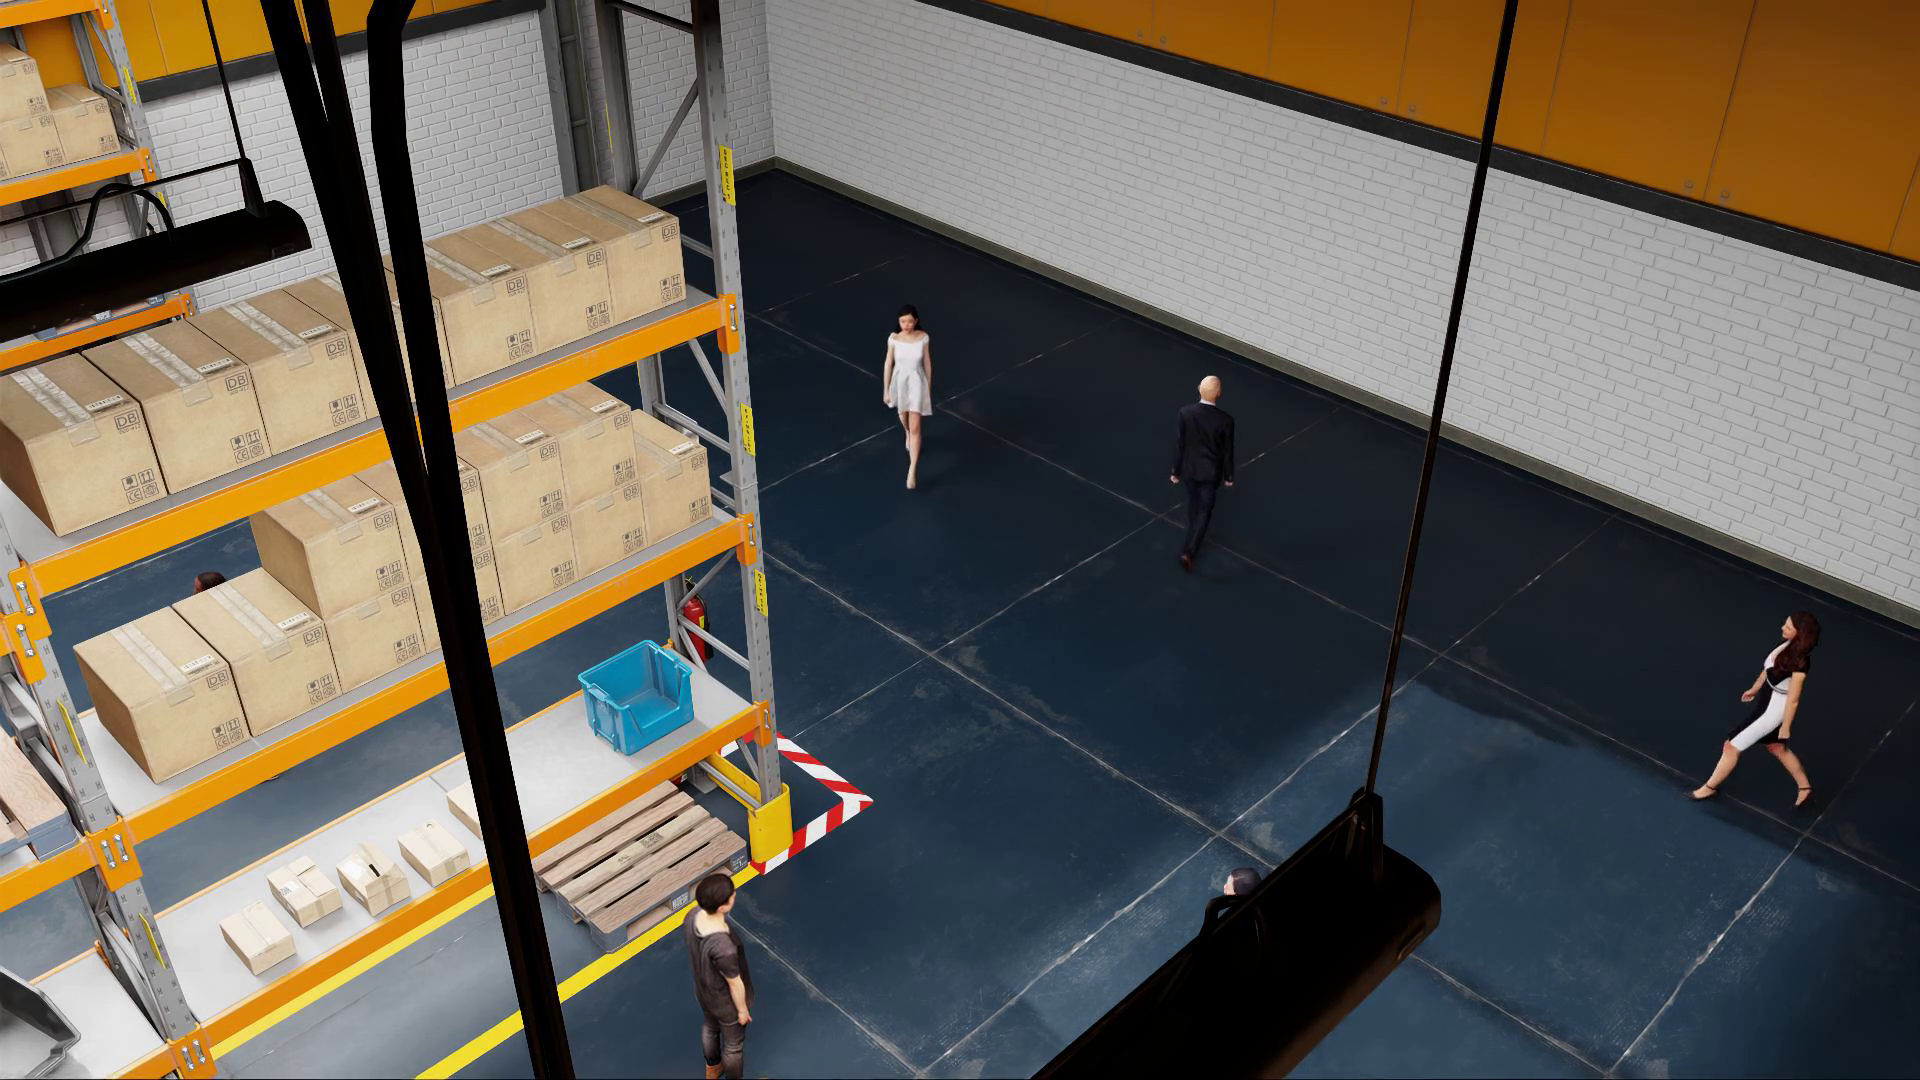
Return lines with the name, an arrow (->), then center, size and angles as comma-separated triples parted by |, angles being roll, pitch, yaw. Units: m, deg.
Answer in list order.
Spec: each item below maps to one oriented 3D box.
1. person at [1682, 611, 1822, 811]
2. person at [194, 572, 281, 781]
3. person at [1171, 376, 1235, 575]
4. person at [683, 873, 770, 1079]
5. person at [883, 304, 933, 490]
person -> 5.821, 1.249, 11.743 | 0.988, 1.755, 1.145 | 11, 35, 16
person -> -5.260, 0.981, 12.105 | 0.755, 1.800, 0.743 | -6, 34, -9
person -> 2.073, -0.557, 14.445 | 0.979, 1.772, 1.252 | 14, 36, 20
person -> -1.404, 2.611, 9.731 | 0.553, 1.714, 0.639 | -25, 41, -32
person -> -0.493, -1.448, 15.838 | 1.160, 1.713, 1.226 | 0, 34, 1
